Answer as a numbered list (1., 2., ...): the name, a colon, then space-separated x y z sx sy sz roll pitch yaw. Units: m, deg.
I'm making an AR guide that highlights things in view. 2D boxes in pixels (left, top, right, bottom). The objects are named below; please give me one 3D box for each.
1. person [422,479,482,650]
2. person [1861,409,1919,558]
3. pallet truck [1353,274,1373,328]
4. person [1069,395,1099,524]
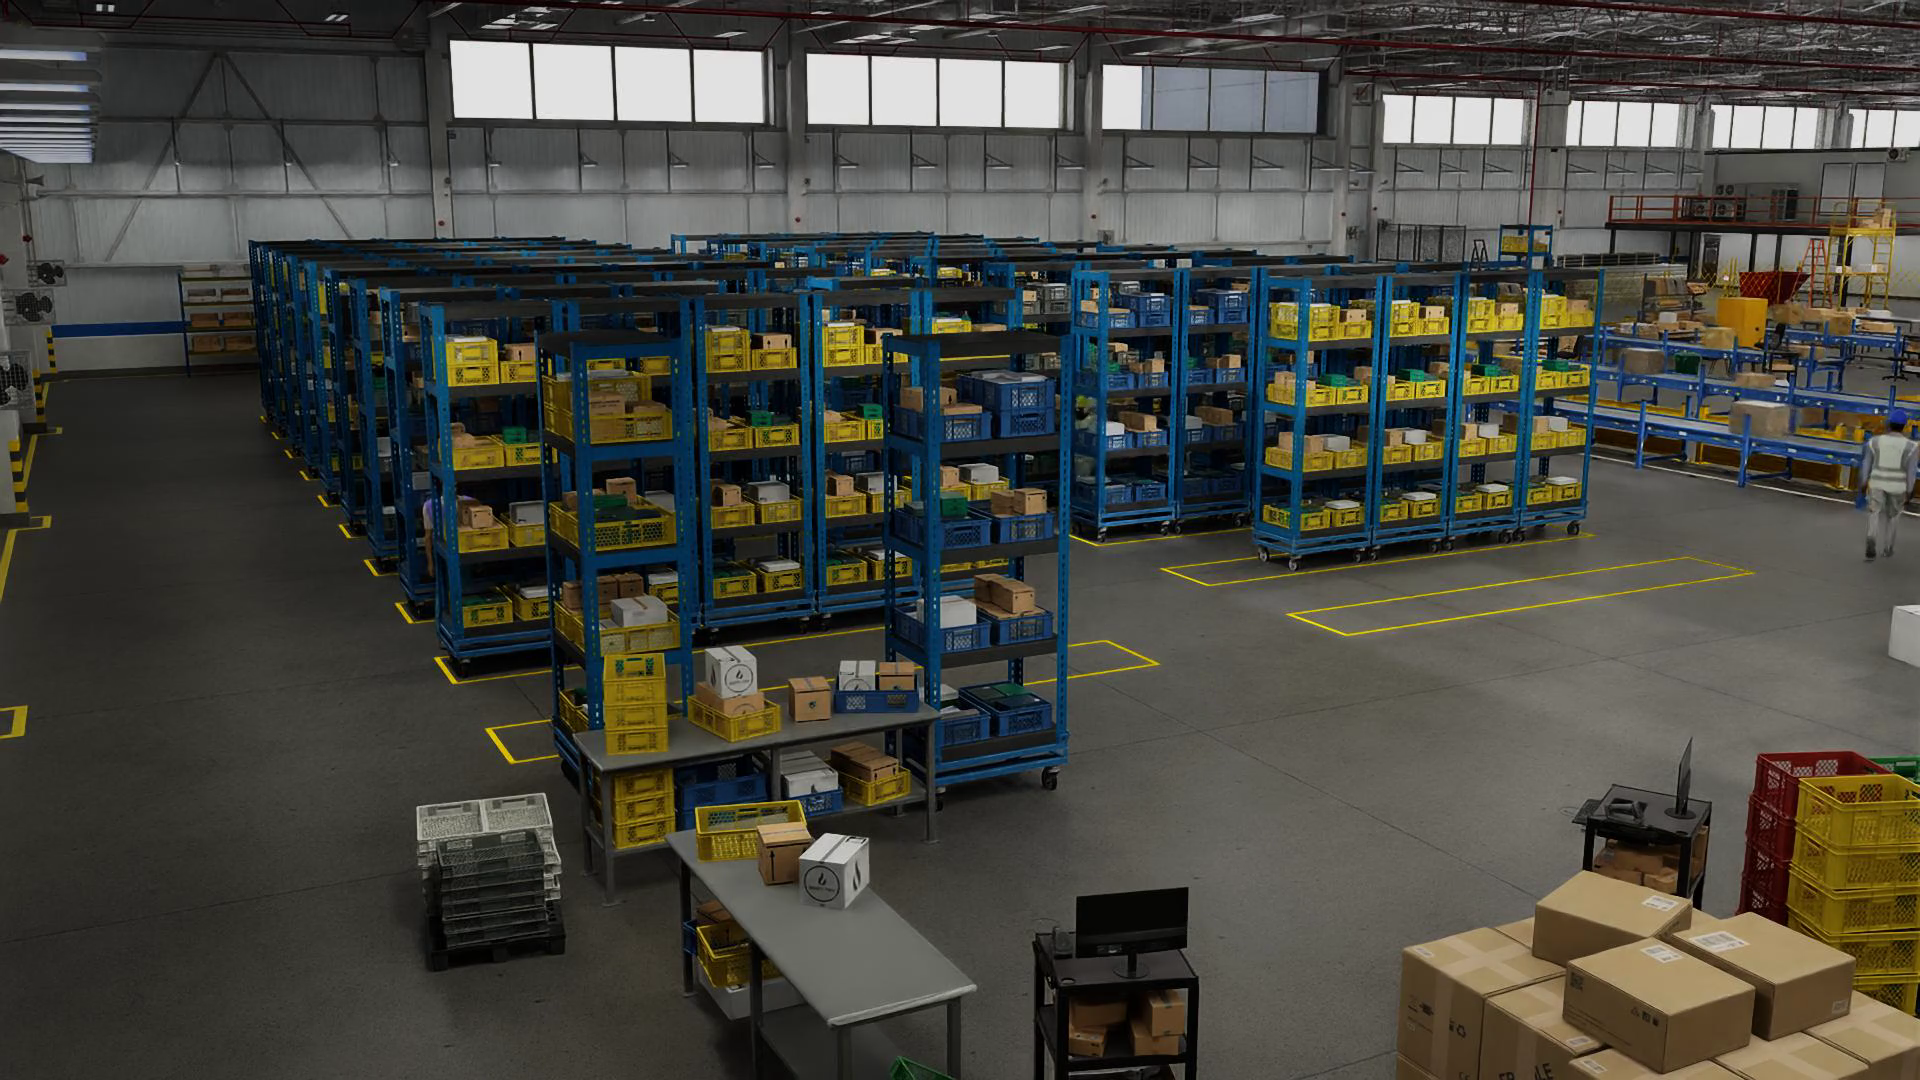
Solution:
1. person: -5.207 0.189 17.082 0.563 1.837 0.389 -9 15 -35
2. person: 11.716 -0.691 21.006 0.623 1.923 0.769 9 15 36
3. pallet truck: 13.011 -8.050 55.243 0.823 1.965 1.885 -7 14 -28
4. person: 1.644 -1.121 23.268 0.708 1.806 0.629 -10 15 -38
